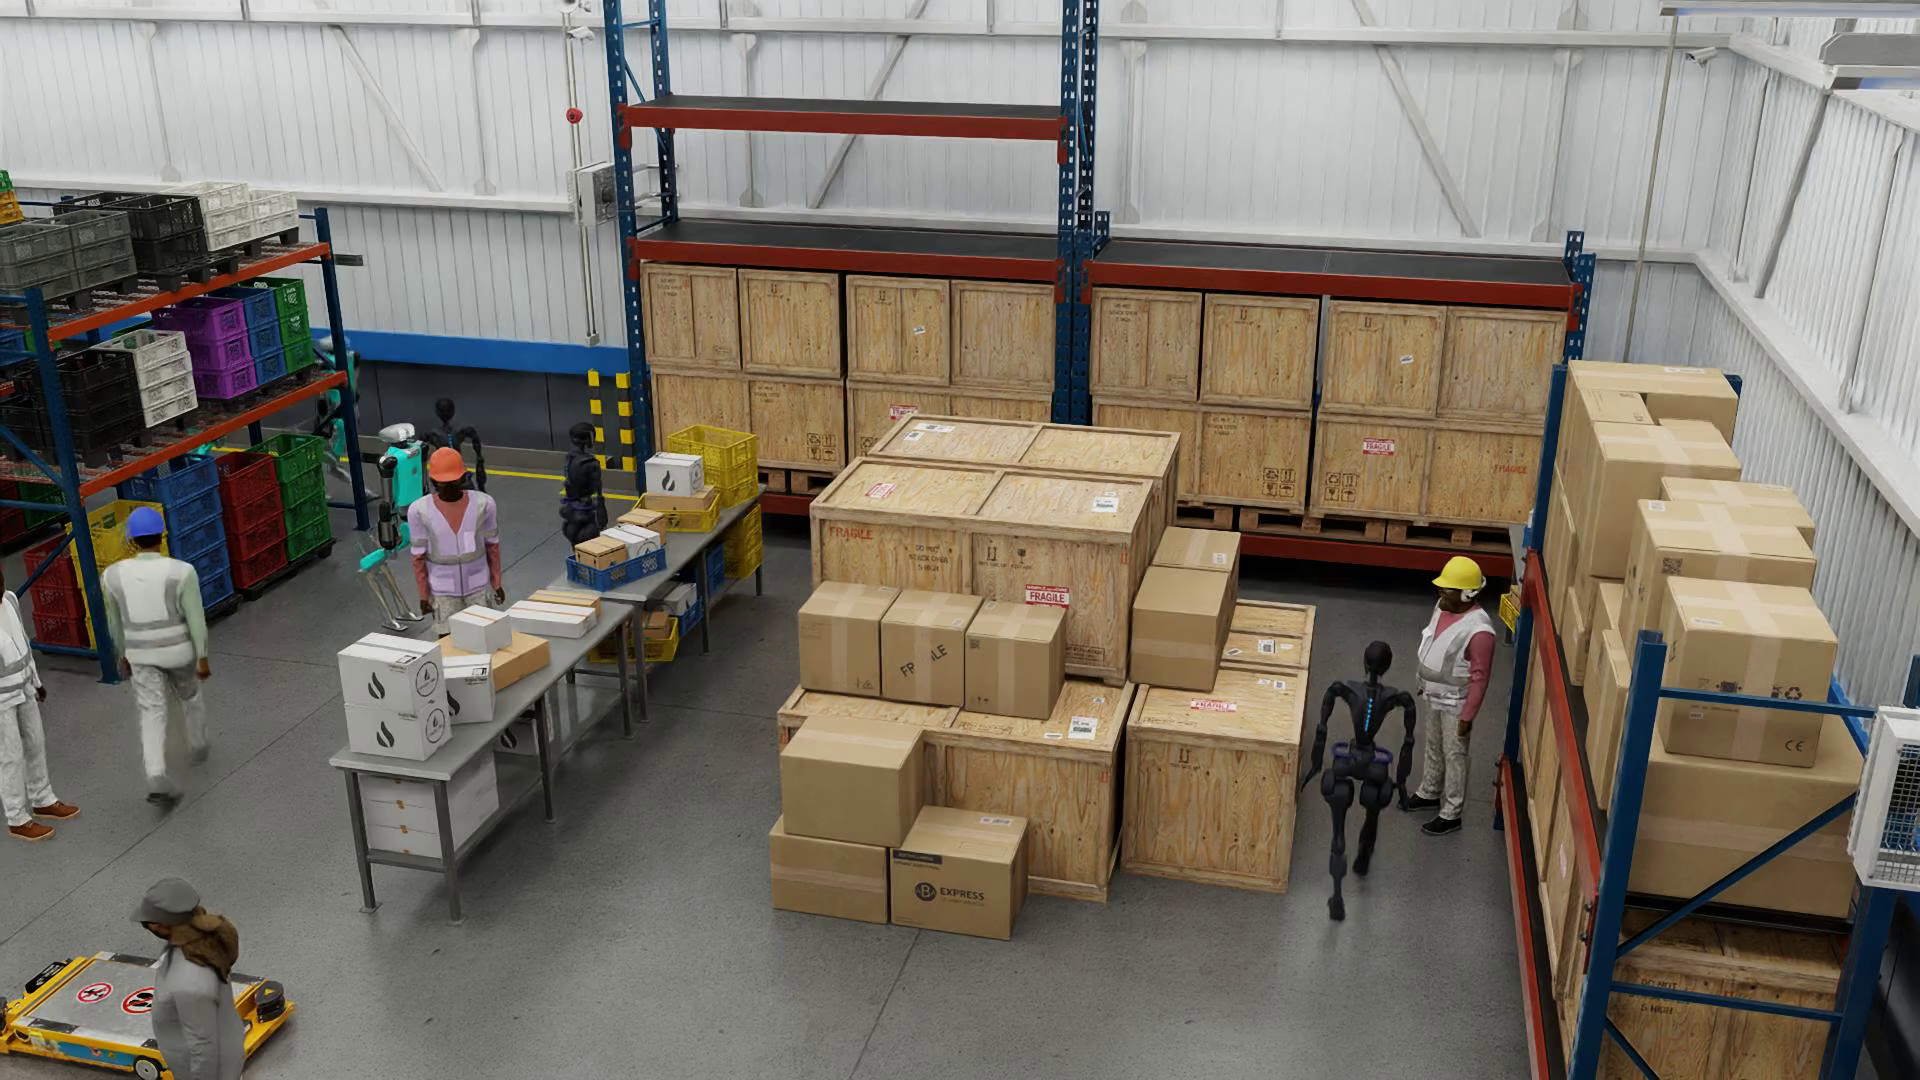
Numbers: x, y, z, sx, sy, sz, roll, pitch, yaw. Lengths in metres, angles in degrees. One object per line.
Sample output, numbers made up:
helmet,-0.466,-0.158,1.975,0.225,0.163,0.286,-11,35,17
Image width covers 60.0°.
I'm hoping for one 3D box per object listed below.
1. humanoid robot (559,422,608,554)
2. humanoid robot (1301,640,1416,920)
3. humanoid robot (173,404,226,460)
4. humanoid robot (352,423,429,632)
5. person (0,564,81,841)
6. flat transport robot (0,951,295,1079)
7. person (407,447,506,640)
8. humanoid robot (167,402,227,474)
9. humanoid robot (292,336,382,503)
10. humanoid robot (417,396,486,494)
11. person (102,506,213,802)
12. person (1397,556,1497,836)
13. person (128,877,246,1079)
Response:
humanoid robot,-3.063,-0.149,13.453,0.388,1.636,0.583,-19,28,-40
humanoid robot,2.301,1.329,9.655,0.613,1.625,0.763,4,21,11
humanoid robot,-7.420,-1.191,16.054,0.682,1.765,0.550,-3,21,-7
humanoid robot,-4.551,-0.118,13.168,0.740,1.698,0.531,7,22,18
person,-5.861,0.975,10.249,0.376,1.879,0.583,1,21,2
flat transport robot,-4.270,2.464,8.601,1.431,0.231,0.659,5,22,13
person,-3.522,0.317,11.735,0.607,2.044,0.389,-9,23,-22
humanoid robot,-7.230,-0.957,15.549,0.561,1.833,0.659,8,22,21
humanoid robot,-6.093,-1.114,15.938,1.017,1.745,0.535,7,22,17
humanoid robot,-4.345,-0.423,14.199,0.612,1.633,0.544,-10,23,-24
person,-5.217,0.741,10.846,0.602,1.899,0.963,-5,21,-12
person,3.033,0.958,10.346,0.404,1.834,0.586,-4,21,-11
person,-3.222,2.220,7.136,0.395,1.767,0.571,-8,22,-21
